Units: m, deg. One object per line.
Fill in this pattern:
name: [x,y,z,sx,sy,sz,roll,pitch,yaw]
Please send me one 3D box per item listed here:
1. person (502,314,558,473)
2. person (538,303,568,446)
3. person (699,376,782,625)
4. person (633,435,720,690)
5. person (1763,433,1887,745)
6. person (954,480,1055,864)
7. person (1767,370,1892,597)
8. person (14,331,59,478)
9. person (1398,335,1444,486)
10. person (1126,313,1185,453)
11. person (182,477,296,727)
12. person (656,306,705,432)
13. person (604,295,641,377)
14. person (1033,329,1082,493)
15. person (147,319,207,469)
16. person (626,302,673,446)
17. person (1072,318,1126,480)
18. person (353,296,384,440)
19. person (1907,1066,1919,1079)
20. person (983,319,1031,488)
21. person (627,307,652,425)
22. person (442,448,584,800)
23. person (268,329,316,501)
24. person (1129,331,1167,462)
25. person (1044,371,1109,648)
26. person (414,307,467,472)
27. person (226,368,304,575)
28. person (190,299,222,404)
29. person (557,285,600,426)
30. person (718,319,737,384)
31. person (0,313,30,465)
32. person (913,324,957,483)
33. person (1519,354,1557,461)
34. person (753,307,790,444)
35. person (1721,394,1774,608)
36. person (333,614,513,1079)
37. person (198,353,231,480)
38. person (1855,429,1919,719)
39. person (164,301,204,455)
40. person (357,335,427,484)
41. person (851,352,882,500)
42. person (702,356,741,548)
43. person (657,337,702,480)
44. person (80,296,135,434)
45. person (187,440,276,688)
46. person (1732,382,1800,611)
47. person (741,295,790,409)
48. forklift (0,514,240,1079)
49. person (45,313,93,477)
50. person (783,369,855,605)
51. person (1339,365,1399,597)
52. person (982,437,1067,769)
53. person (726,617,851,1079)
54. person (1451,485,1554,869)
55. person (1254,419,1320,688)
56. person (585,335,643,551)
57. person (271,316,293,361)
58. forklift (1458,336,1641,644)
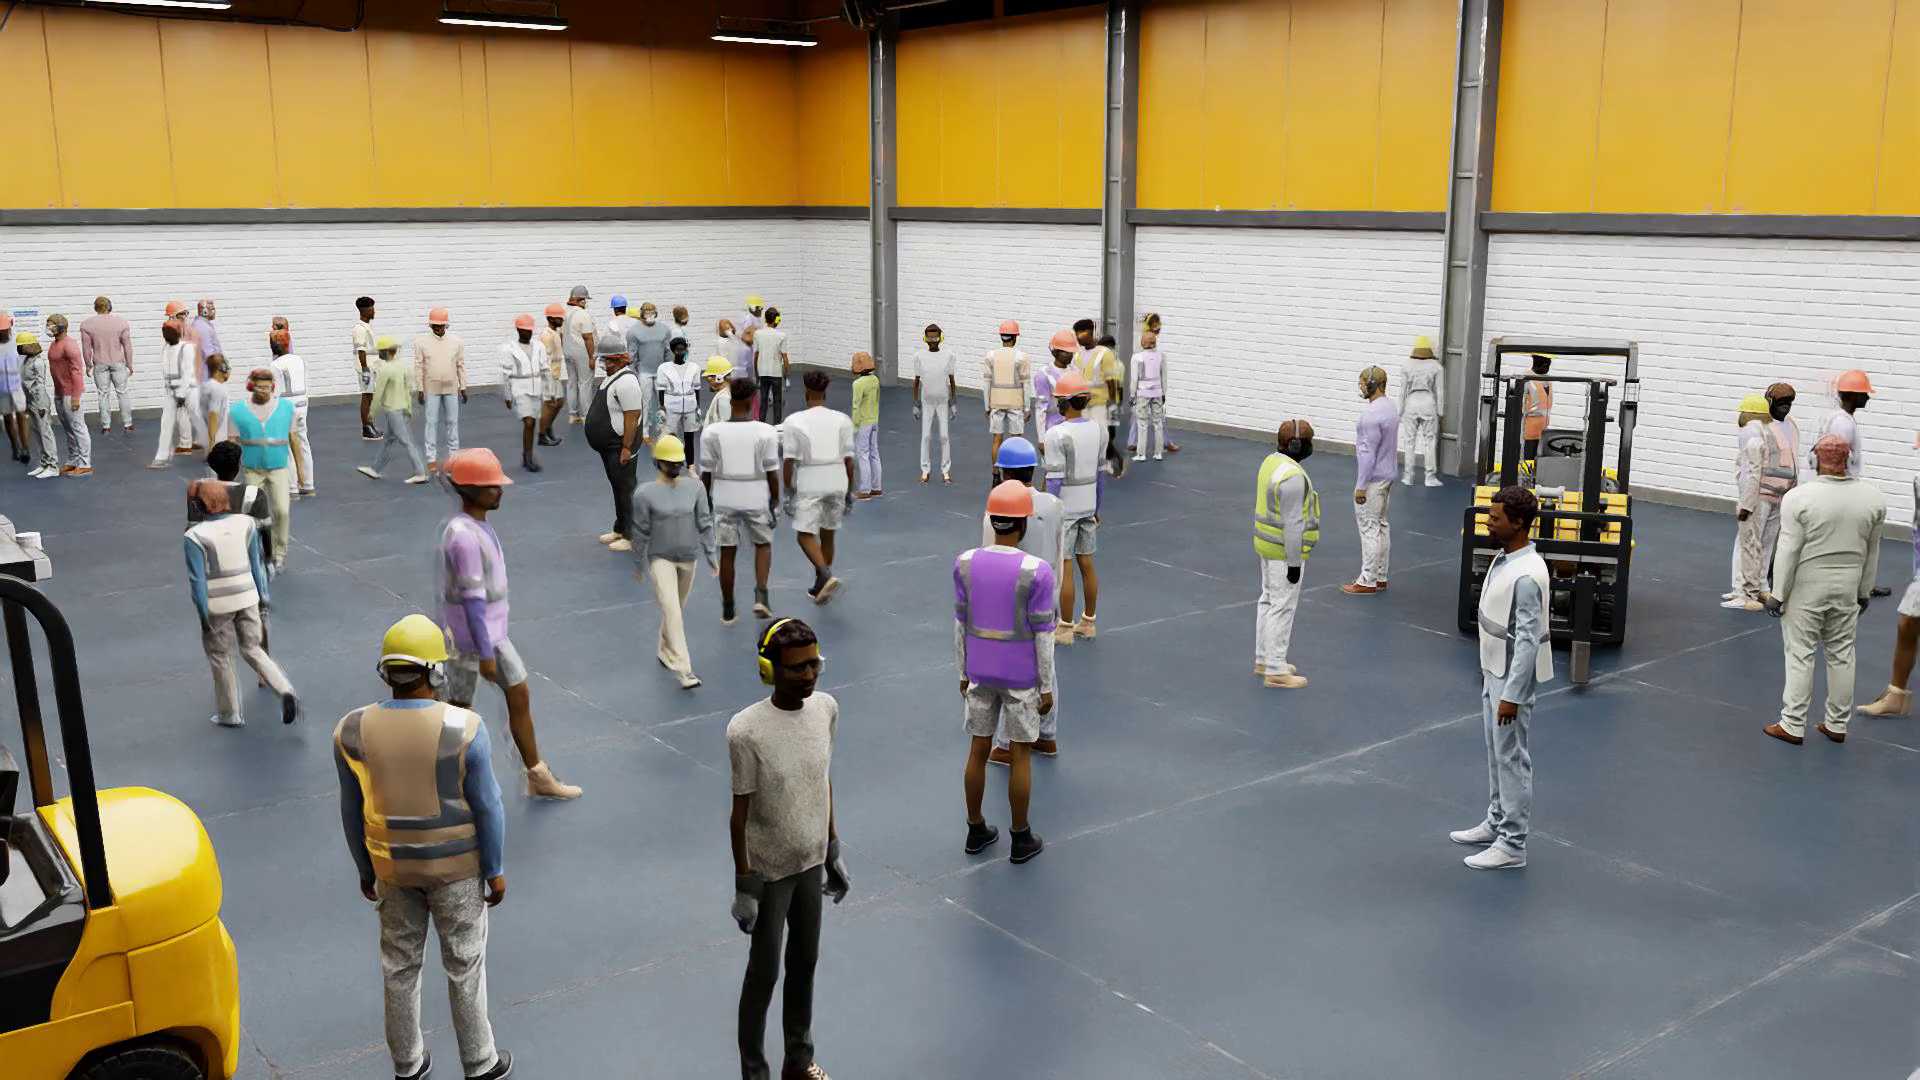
person: [-5.181,-1.775,20.138,0.819,1.908,0.563,11,16,43]
person: [-5.448,-2.205,22.233,0.518,1.909,0.575,0,12,-1]
person: [-1.693,-0.286,12.863,0.624,1.944,0.396,0,12,-1]
person: [-1.950,0.132,11.393,0.532,1.715,0.940,-7,14,-32]
person: [5.223,0.300,10.122,0.645,1.905,0.400,-1,12,-4]
person: [0.233,0.658,8.337,0.544,1.930,0.389,6,13,27]
person: [7.312,-0.486,13.934,0.983,1.898,0.553,7,14,30]
person: [-10.986,-1.608,19.744,0.484,1.737,0.321,11,16,42]
person: [5.352,-1.482,19.177,0.596,1.725,0.407,4,12,17]
person: [2.540,-2.015,21.508,0.812,1.821,0.492,1,12,5]
person: [-4.472,0.411,10.272,0.638,1.611,0.528,7,14,32]
person: [-3.925,-2.409,23.503,0.881,1.780,0.502,-8,14,-32]
person: [-4.750,-2.488,23.508,0.609,1.939,0.417,-9,15,-37]
person: [1.000,-1.058,16.387,0.611,2.030,0.410,-11,16,-42]
person: [-9.605,-1.822,20.569,0.559,1.840,0.971,6,13,25]
person: [-4.139,-2.222,22.256,0.636,1.928,0.380,-7,14,-31]
person: [1.579,-1.605,19.255,0.509,1.924,0.668,-11,16,-43]
person: [-8.112,-2.359,22.805,0.361,1.964,0.613,-2,12,-10]
person: [2.774,1.460,4.461,0.515,1.920,0.628,10,16,41]
person: [0.549,-1.547,18.965,0.551,1.932,0.377,4,12,17]
person: [-4.679,-2.497,24.039,0.322,1.736,0.485,6,13,25]
person: [-2.655,0.492,8.995,1.046,2.007,0.620,-1,12,-4]
person: [-7.356,-1.368,18.242,0.360,1.880,0.575,3,12,15]
person: [2.366,-1.799,20.900,0.521,1.638,0.314,-4,12,-20]
person: [0.816,-0.226,12.319,0.615,2.043,0.373,-11,16,-42]
person: [-6.295,-1.830,20.200,0.609,1.988,0.392,-7,14,-30]
person: [-6.122,-0.599,14.646,0.637,1.828,0.503,-5,13,-25]
person: [-10.497,-2.403,23.217,0.401,1.897,0.650,-7,14,-32]
person: [-5.508,-2.697,24.259,0.675,2.000,0.536,10,16,41]
person: [-3.239,-2.329,23.567,0.350,1.606,0.526,2,12,10]
person: [-11.832,-1.879,20.703,0.541,1.873,1.035,-6,13,-26]
person: [-0.290,-1.582,19.328,0.510,1.861,0.324,0,12,-1]
person: [5.745,-1.061,16.644,0.593,1.922,0.384,-11,16,-43]
person: [-2.515,-2.178,22.215,0.533,1.855,0.346,3,12,16]
person: [6.372,-0.312,13.464,0.315,1.743,0.487,7,13,29]
person: [-1.945,1.170,6.105,0.586,1.827,0.404,1,12,3]
person: [-7.209,-0.890,16.122,0.417,1.802,0.700,-5,13,-25]
person: [6.268,0.199,10.454,0.870,1.992,0.634,-5,13,-22]
person: [-10.051,-2.101,21.539,0.410,1.980,0.624,2,12,11]
person: [-6.629,-1.503,19.273,0.931,1.713,0.528,1,12,7]
person: [-1.044,-1.257,18.317,0.271,1.627,0.502,6,13,25]
person: [-2.248,-0.842,15.846,0.403,1.819,0.601,-1,12,-5]
person: [-3.266,-1.519,19.406,0.535,1.699,0.318,-6,13,-26]
person: [-11.934,-2.445,23.312,0.629,1.931,0.371,-6,13,-25]
person: [-4.904,0.171,11.239,0.540,1.697,0.317,-2,12,-10]
person: [6.536,-0.359,13.461,0.624,1.841,0.430,-8,14,-33]
person: [-3.100,-2.908,25.871,0.913,1.784,0.597,1,12,3]
forklift: [-3.687,1.115,5.480,2.313,2.155,1.214,-9,15,-36]
person: [-10.624,-1.722,19.799,0.627,1.940,0.375,11,16,42]
person: [-1.102,-0.398,13.432,0.628,1.930,0.786,-6,13,-25]
person: [3.454,-0.493,13.901,0.382,1.930,0.636,7,13,29]
person: [0.353,0.364,9.732,0.610,1.939,0.417,-10,15,-40]
person: [-0.602,1.178,5.961,0.327,1.871,0.514,10,16,41]
person: [2.726,0.678,8.259,0.392,1.919,0.592,1,12,6]
person: [2.224,0.085,11.344,0.430,1.836,0.628,-1,12,-3]
person: [-3.267,-0.927,15.710,0.537,2.000,0.688,-5,13,-23]
person: [-9.539,-2.338,23.489,0.308,1.645,0.517,-3,12,-12]
forklift: [4.683,-0.471,13.136,1.214,2.155,2.313,4,12,20]
